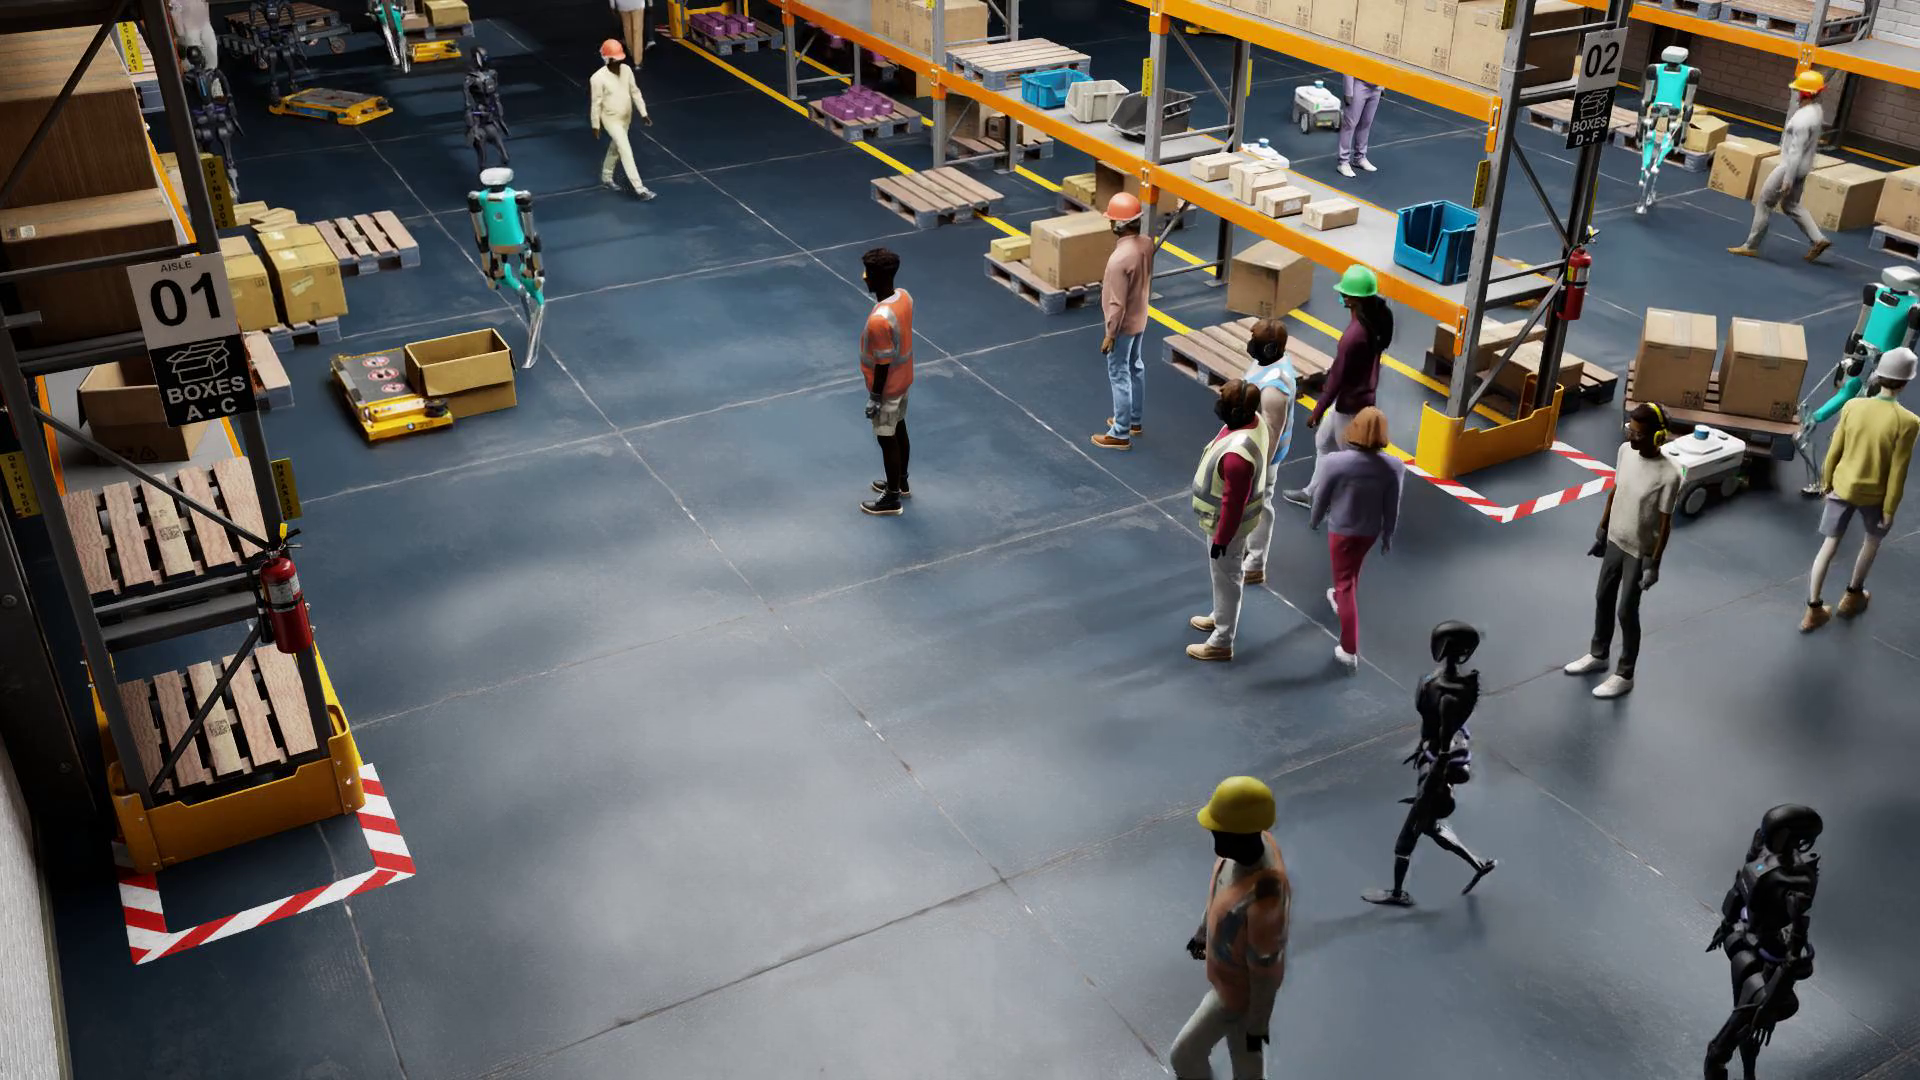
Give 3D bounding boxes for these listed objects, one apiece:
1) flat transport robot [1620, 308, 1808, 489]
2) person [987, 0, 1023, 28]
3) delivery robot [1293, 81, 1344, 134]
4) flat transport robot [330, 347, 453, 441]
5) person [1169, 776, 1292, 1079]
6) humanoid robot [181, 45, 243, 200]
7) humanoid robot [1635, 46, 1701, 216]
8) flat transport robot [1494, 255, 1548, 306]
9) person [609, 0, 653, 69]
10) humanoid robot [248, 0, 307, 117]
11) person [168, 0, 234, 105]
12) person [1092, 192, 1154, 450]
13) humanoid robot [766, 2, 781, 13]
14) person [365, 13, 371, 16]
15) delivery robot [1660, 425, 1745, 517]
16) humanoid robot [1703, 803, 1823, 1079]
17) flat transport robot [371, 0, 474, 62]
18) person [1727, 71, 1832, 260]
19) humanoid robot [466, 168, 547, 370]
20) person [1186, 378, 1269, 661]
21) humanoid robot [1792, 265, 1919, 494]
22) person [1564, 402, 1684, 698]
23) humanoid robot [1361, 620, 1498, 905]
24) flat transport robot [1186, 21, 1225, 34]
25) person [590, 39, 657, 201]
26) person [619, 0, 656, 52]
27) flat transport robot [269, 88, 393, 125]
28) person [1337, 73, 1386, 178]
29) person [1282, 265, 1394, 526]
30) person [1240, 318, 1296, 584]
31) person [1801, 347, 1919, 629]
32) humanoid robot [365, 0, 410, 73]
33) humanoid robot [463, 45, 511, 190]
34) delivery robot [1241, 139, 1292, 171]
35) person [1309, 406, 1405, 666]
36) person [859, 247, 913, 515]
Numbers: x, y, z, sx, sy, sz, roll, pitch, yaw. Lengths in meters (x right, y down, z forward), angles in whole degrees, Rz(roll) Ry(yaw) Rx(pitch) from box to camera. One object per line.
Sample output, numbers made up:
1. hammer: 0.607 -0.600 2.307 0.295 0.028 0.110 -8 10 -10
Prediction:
1. flat transport robot: 5.730 -0.821 12.839 0.659 0.231 1.431 11 32 18
2. person: 0.655 -8.529 24.780 0.565 1.733 0.755 13 32 22
3. delivery robot: 4.370 -5.315 20.368 0.499 0.587 0.766 -6 30 -10
4. flat transport robot: -4.647 -1.221 13.535 0.659 0.231 1.431 -16 33 -25
5. person: 1.036 1.738 6.739 0.652 1.902 0.600 1 30 2
6. humanoid robot: -8.025 -4.460 17.811 0.599 1.636 0.772 -15 33 -25
7. humanoid robot: 7.194 -4.151 17.199 0.547 1.753 1.036 18 35 29
8. flat transport robot: 4.797 -2.551 15.850 1.431 0.231 0.659 18 34 28
9. person: -4.498 -7.371 22.798 0.576 1.696 0.894 0 30 0
10. humanoid robot: -8.455 -6.118 20.633 0.599 1.657 0.315 -16 33 -25
11. person: -9.754 -6.485 21.054 0.782 1.906 0.661 9 31 16
12. person: 1.223 -1.646 12.548 0.397 1.989 0.622 15 33 24
13. humanoid robot: -2.795 -8.950 25.574 0.590 1.647 0.482 -11 32 -18
14. person: -9.013 -8.823 25.395 0.285 1.633 0.500 -25 38 -37
15. delivery robot: 5.330 -0.550 12.070 0.765 0.585 0.499 -16 33 -25
16. humanoid robot: 3.324 1.756 6.938 0.506 1.643 0.589 0 30 0
17. flat transport robot: -7.635 -7.105 23.778 0.659 0.231 1.431 -14 33 -23
18. person: 8.103 -3.588 16.059 0.821 1.867 0.576 23 37 34
19. humanoid robot: -3.706 -2.364 14.094 0.549 1.810 0.924 2 30 3
20. person: 1.607 -0.129 10.054 0.429 1.846 0.626 7 31 11
21. humanoid robot: 6.255 -1.030 11.767 0.686 1.836 0.539 -8 31 -14
22. person: 3.907 0.050 9.736 0.341 1.855 0.521 -11 32 -18
23. humanoid robot: 2.371 1.122 8.056 0.597 1.646 0.591 6 30 11
24. flat transport robot: 4.129 -7.634 24.700 1.431 0.231 0.659 10 31 17
25. person: -3.640 -4.523 17.847 0.944 1.689 0.579 16 33 25
26. person: -4.628 -7.881 23.598 0.505 1.809 0.956 -16 33 -25
27. flat transport robot: -7.914 -5.451 20.899 1.431 0.231 0.659 13 32 22
28. person: 4.517 -5.028 18.520 0.637 1.909 0.412 -20 36 -31
29. person: 2.558 -0.970 11.436 0.812 1.924 0.498 15 33 24
30. person: 1.931 -0.586 10.850 0.429 1.845 0.626 2 30 4
31. person: 5.675 -0.338 10.402 0.768 1.862 0.511 -24 37 -35
32. humanoid robot: -7.775 -7.240 22.580 0.534 1.803 0.783 -7 31 -12
33. humanoid robot: -5.049 -4.413 17.672 0.341 1.645 0.606 13 32 21
34. delivery robot: 3.306 -4.097 18.245 0.499 0.585 0.765 -10 31 -17
35. person: 2.426 -0.068 10.208 0.496 1.577 0.894 -3 30 -5
36. person: -0.518 -1.112 11.642 0.368 1.966 0.604 7 31 12
